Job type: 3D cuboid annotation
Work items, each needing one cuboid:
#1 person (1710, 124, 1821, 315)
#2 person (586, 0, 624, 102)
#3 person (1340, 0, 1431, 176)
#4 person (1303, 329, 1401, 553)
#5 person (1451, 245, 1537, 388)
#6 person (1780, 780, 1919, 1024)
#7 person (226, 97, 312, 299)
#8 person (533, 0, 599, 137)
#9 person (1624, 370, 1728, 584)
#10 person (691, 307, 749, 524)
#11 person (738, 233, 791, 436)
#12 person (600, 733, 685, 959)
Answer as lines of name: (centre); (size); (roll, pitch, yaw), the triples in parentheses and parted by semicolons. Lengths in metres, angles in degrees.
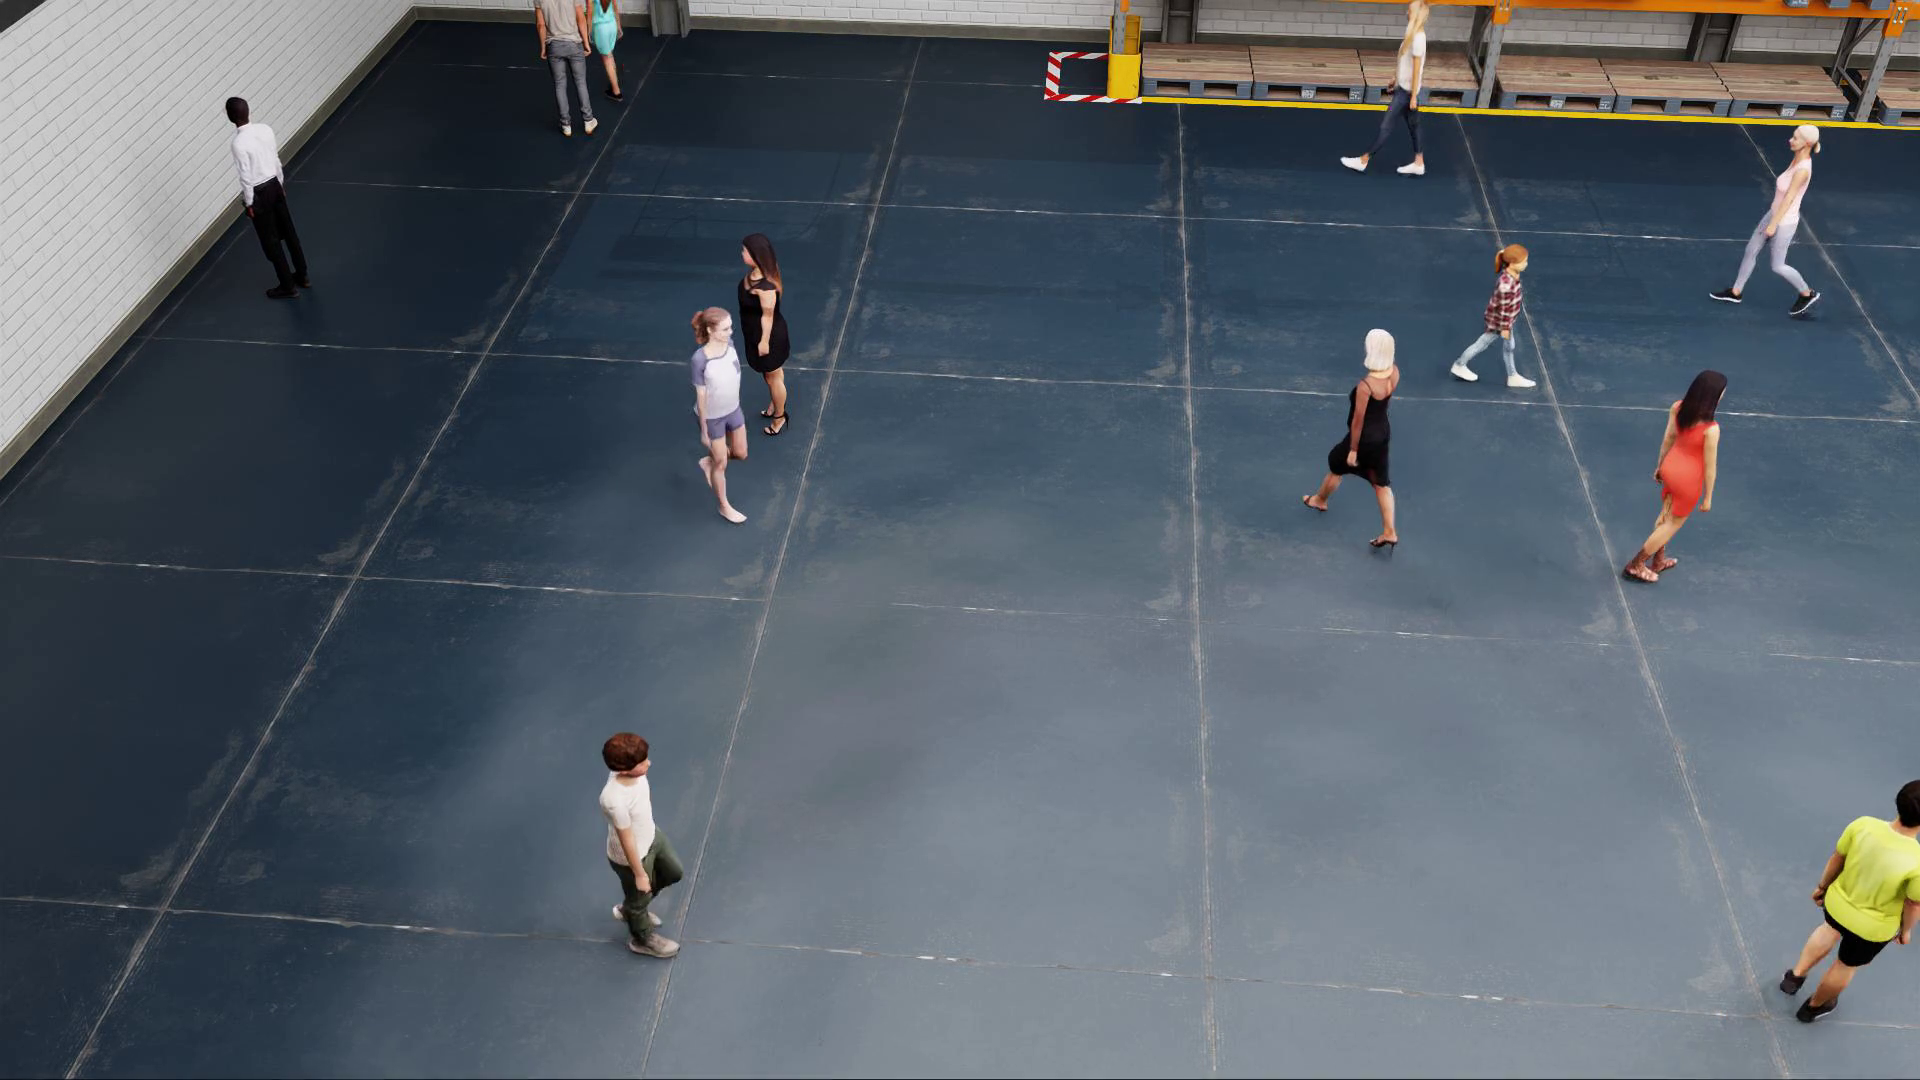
person: (7.152, -2.723, 14.296); (1.117, 1.702, 0.699); (10, 40, 12)
person: (-3.768, -5.463, 17.846); (0.715, 1.552, 0.671); (27, 46, 29)
person: (4.493, -4.395, 16.330); (1.083, 1.775, 0.673); (6, 39, 8)
person: (2.931, -0.660, 11.714); (1.091, 1.700, 1.118); (-26, 45, -28)
person: (4.313, -1.810, 13.498); (0.979, 1.271, 0.750); (17, 42, 21)
person: (4.571, 1.914, 8.495); (0.779, 1.695, 0.742); (-20, 43, -23)
person: (-6.069, -2.992, 14.525); (0.609, 1.835, 0.693); (12, 40, 15)
person: (-4.078, -5.104, 17.121); (0.598, 1.897, 0.787); (-8, 39, -9)
person: (4.913, -0.418, 11.398); (0.829, 1.717, 0.764); (-13, 40, -16)
person: (-1.801, -0.938, 12.025); (0.900, 1.746, 0.806); (30, 47, 32)
person: (-1.489, -1.598, 12.875); (0.668, 1.718, 0.697); (-5, 39, -6)
person: (-1.808, 1.642, 8.877); (0.677, 1.644, 0.607); (7, 39, 8)
